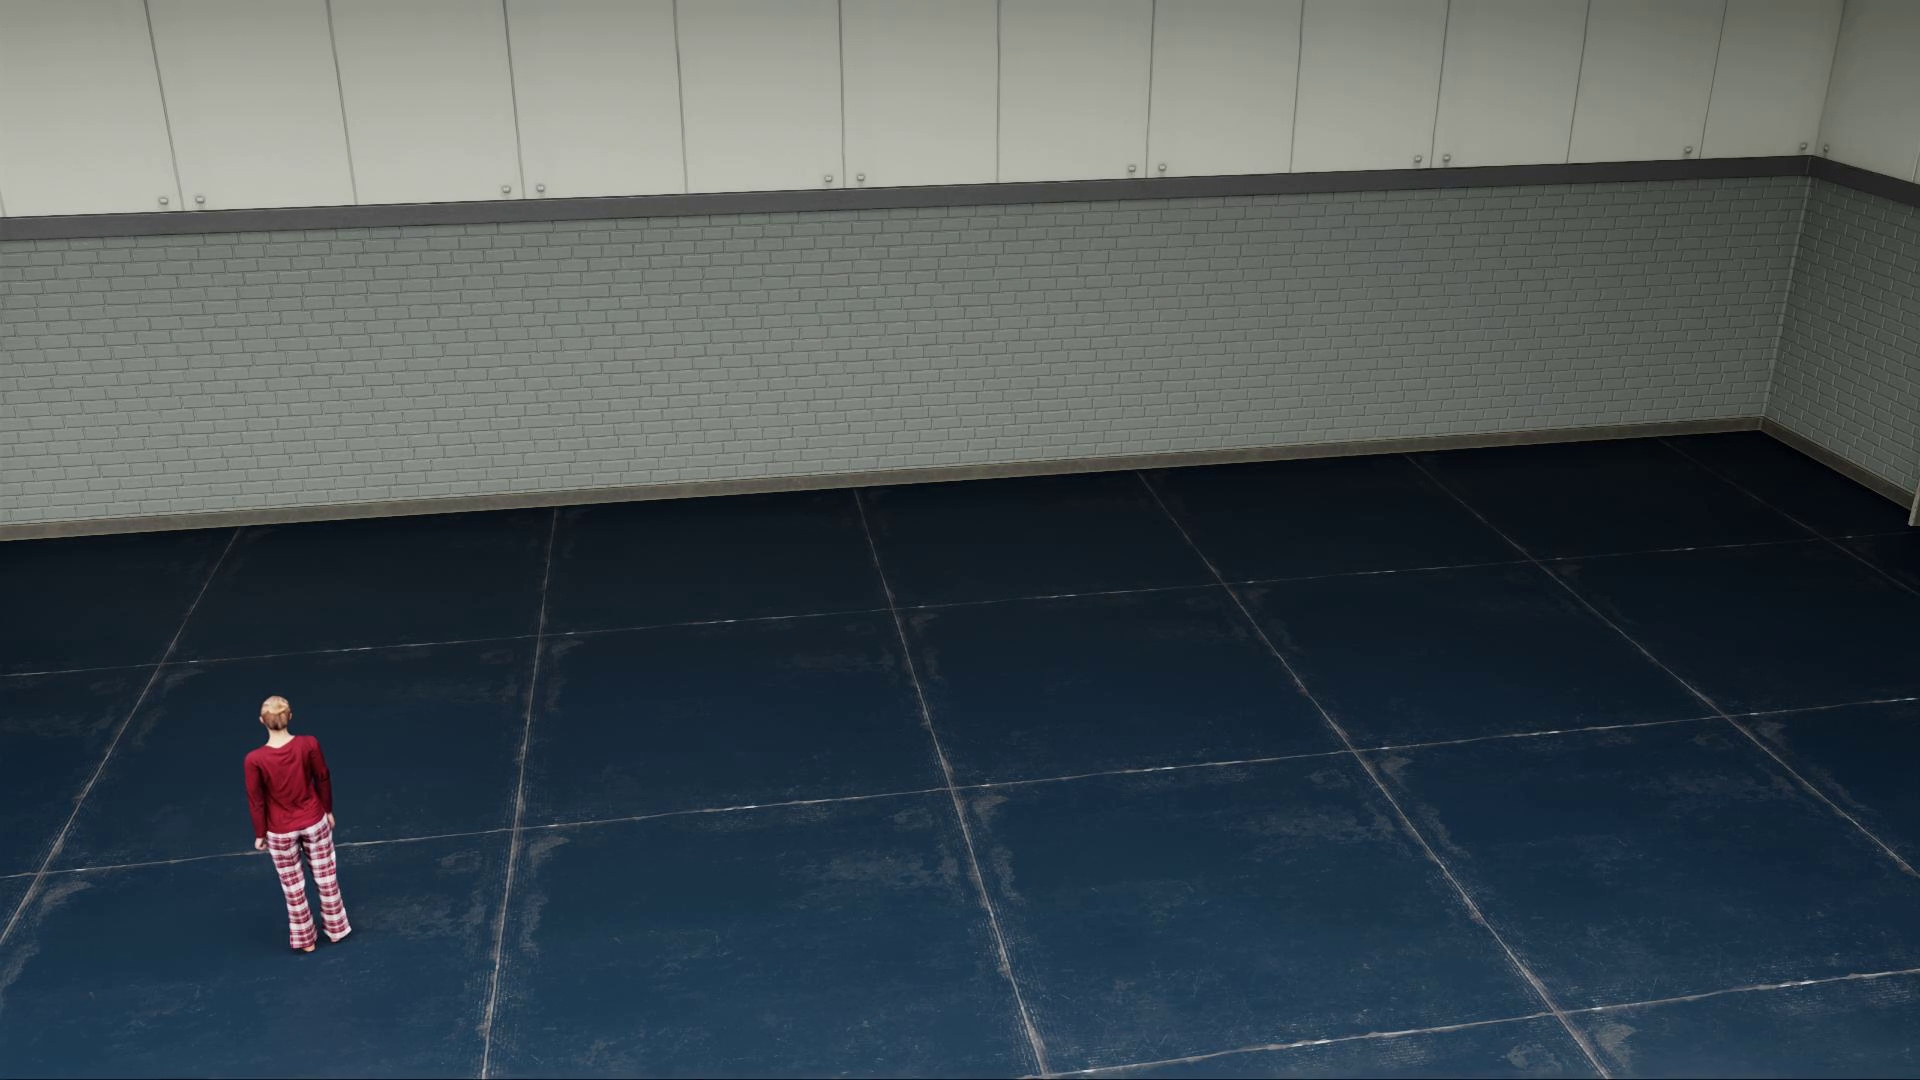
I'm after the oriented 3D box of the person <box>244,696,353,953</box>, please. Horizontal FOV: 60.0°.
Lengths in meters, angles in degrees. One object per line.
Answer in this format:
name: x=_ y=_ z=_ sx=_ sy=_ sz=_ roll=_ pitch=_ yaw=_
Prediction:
person: x=-3.912 y=1.658 z=9.799 sx=0.684 sy=1.696 sz=0.651 roll=-15 pitch=27 yaw=-32
